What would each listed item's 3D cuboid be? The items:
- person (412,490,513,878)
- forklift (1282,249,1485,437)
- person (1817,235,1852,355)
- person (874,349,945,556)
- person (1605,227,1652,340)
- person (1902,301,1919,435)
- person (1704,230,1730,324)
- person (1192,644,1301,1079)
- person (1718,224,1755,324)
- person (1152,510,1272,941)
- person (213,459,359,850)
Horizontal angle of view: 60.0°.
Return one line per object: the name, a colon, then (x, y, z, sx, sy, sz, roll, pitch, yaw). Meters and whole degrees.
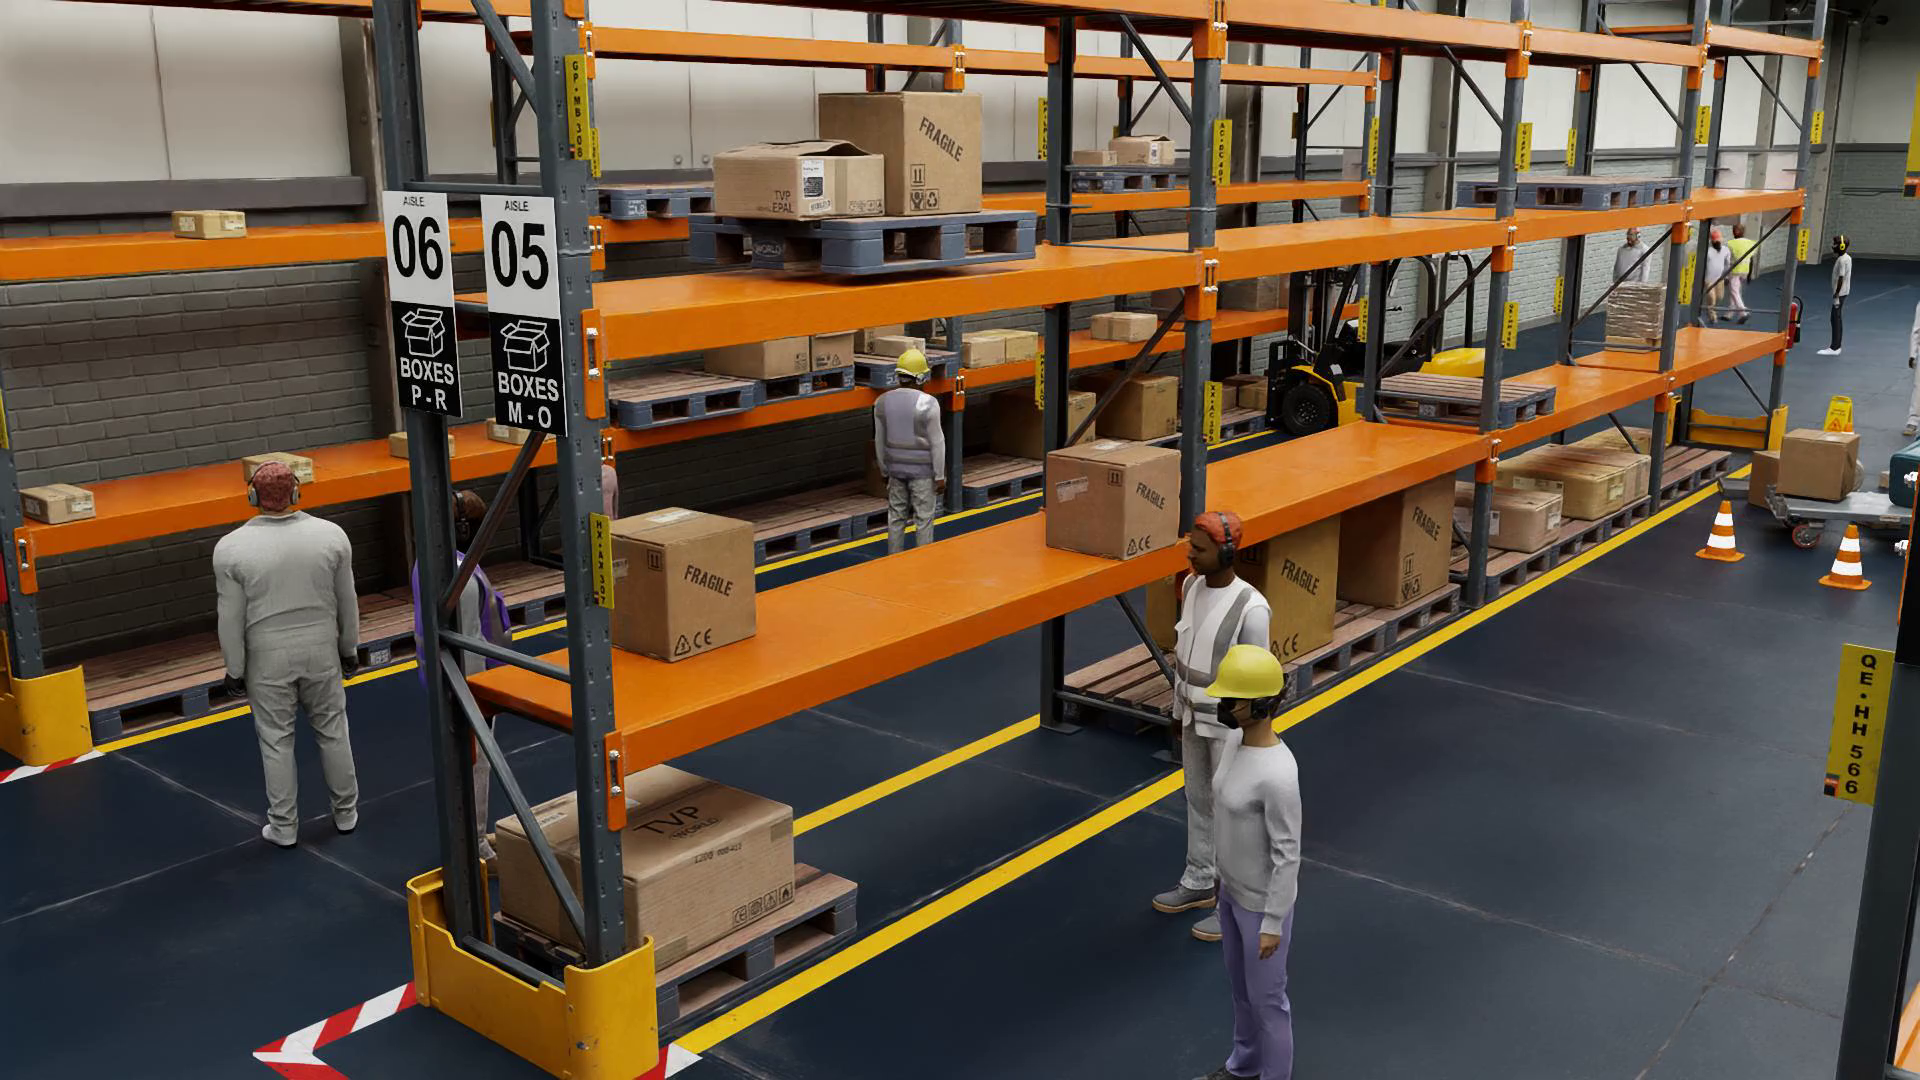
person: (-2.303, 0.671, 7.776, 0.428, 1.837, 0.625, -7, 15, -27)
forklift: (4.886, -2.214, 18.767, 2.313, 2.155, 1.214, 11, 18, 38)
person: (13.717, -3.822, 26.012, 0.334, 1.860, 0.509, 8, 16, 30)
person: (-0.360, -0.539, 12.691, 0.589, 1.834, 0.403, 8, 16, 29)
person: (11.109, -4.249, 27.648, 0.410, 1.908, 0.643, -9, 16, -32)
person: (11.159, -2.109, 18.983, 0.574, 1.882, 0.358, 10, 17, 36)
person: (13.676, -4.783, 30.232, 0.601, 1.708, 0.656, 0, 14, -2)
person: (0.979, 1.209, 5.714, 0.327, 1.767, 0.533, -3, 14, -10)
person: (14.204, -4.859, 30.352, 0.580, 1.796, 0.921, -4, 14, -15)
person: (1.097, 0.789, 7.177, 0.338, 1.882, 0.583, -7, 15, -25)
person: (-3.261, 0.551, 8.101, 0.652, 1.906, 0.402, -10, 17, -34)
